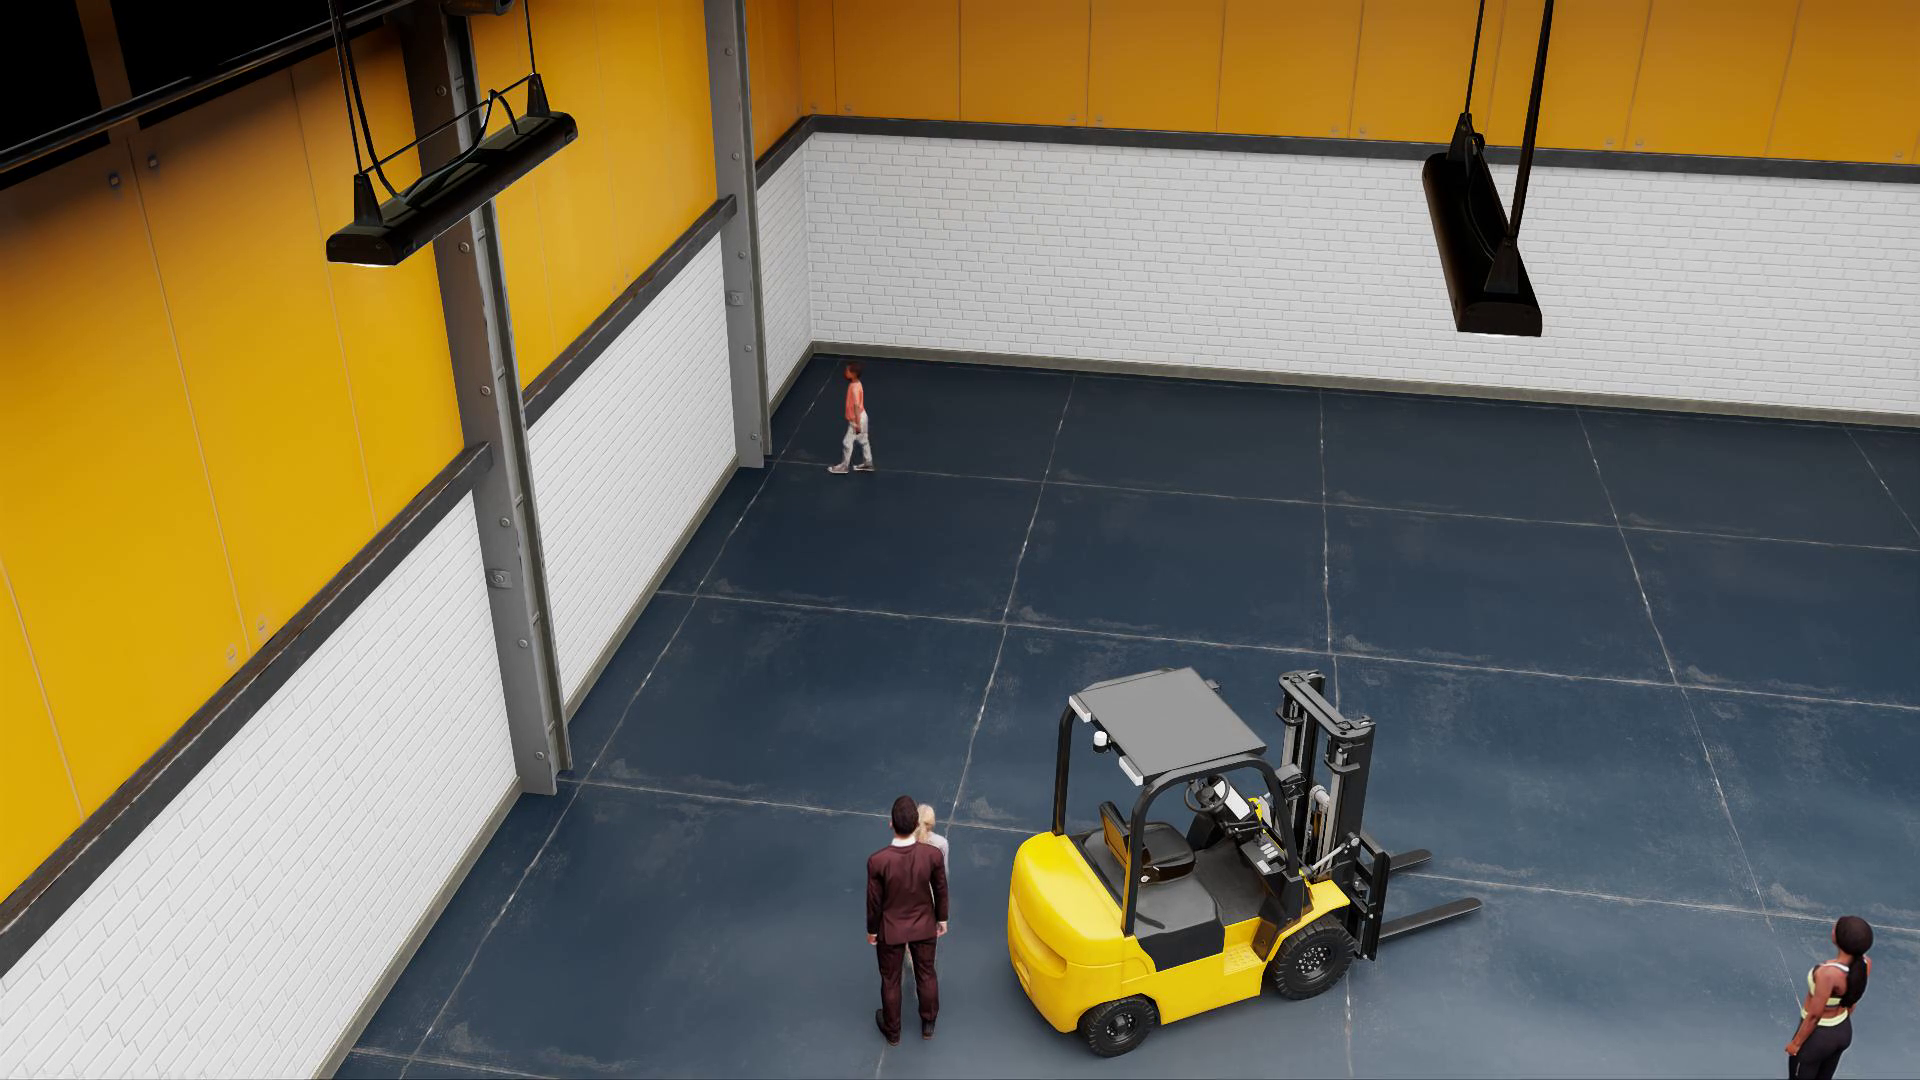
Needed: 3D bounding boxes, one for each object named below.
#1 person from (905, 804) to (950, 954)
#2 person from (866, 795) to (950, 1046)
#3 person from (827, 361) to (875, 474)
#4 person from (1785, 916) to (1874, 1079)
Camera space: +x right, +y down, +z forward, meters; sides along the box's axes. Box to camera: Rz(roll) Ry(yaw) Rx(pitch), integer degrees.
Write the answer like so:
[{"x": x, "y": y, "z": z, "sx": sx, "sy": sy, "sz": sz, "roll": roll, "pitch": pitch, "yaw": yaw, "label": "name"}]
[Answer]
[{"x": -0.251, "y": 2.372, "z": 11.286, "sx": 0.522, "sy": 1.266, "sz": 0.571, "roll": 0, "pitch": 29, "yaw": 1, "label": "person"}, {"x": -0.342, "y": 2.428, "z": 10.558, "sx": 0.770, "sy": 1.864, "sz": 0.737, "roll": -7, "pitch": 29, "yaw": -12, "label": "person"}, {"x": -1.058, "y": -1.322, "z": 18.026, "sx": 0.622, "sy": 1.296, "sz": 0.687, "roll": 0, "pitch": 29, "yaw": 0, "label": "person"}, {"x": 5.066, "y": 2.923, "z": 9.766, "sx": 0.646, "sy": 1.754, "sz": 0.666, "roll": -11, "pitch": 31, "yaw": -20, "label": "person"}]
